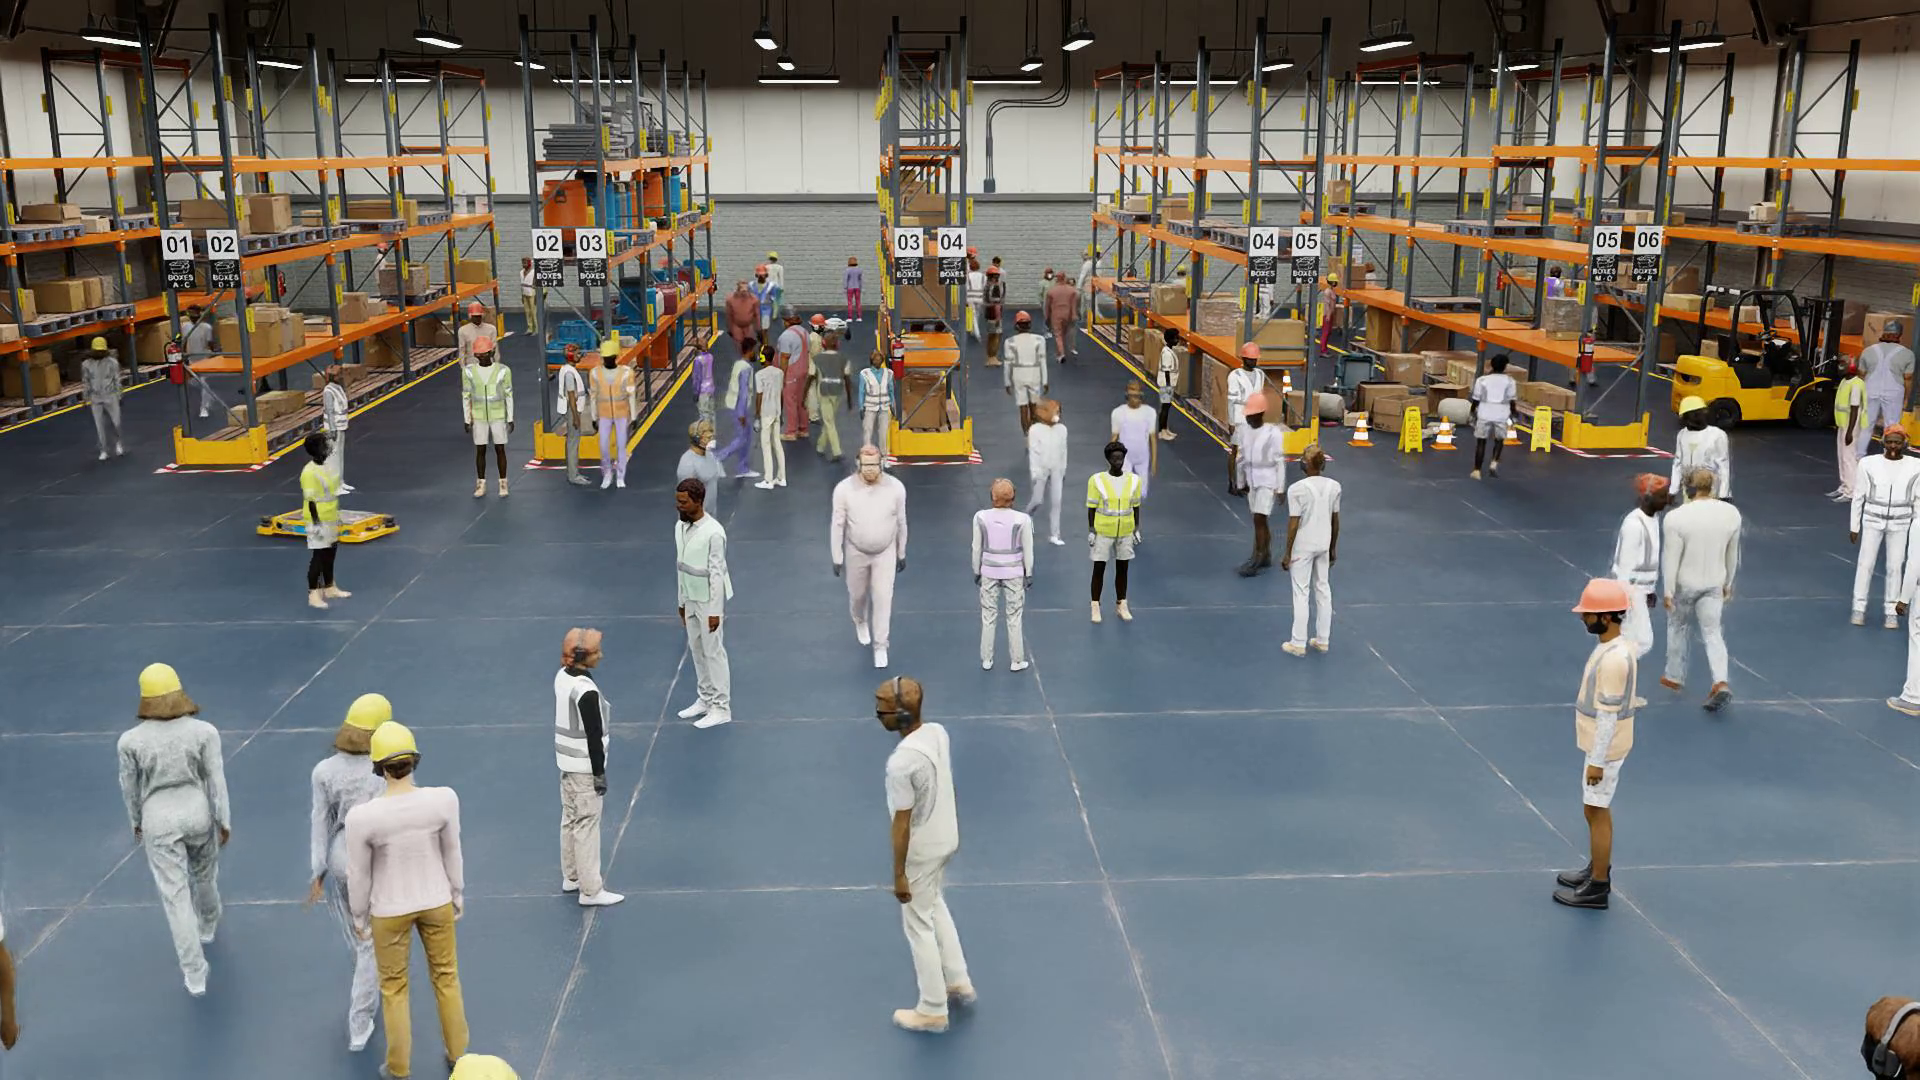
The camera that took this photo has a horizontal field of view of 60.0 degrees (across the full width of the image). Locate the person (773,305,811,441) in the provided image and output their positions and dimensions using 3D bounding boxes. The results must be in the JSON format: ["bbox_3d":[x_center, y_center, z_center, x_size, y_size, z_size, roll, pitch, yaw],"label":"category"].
[{"bbox_3d":[-2.544,-2.524,24.961,0.535,2.000,0.684,6,14,22],"label":"person"}]

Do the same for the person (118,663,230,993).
[{"bbox_3d":[-4.136,1.468,8.788,0.491,1.691,0.892,-8,15,-29],"label":"person"}]

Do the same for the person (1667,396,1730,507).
[{"bbox_3d":[7.484,-0.509,16.799,0.371,1.874,0.681,-6,15,-25],"label":"person"}]

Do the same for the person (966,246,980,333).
[{"bbox_3d":[0.253,-5.957,39.507,0.382,2.040,0.608,8,16,32],"label":"person"}]

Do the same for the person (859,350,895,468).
[{"bbox_3d":[-1.132,-1.775,22.652,0.523,1.636,0.310,-5,14,-22],"label":"person"}]

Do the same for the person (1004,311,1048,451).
[{"bbox_3d":[0.941,-2.328,24.221,0.633,1.994,0.957,-1,13,-5],"label":"person"}]

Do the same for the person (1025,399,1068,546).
[{"bbox_3d":[0.944,-0.778,18.468,0.502,1.609,0.660,-5,14,-22],"label":"person"}]

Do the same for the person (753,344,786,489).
[{"bbox_3d":[-2.458,-1.587,21.392,0.328,1.862,0.501,9,16,33],"label":"person"}]

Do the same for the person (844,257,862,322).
[{"bbox_3d":[-2.696,-6.307,41.875,0.503,1.629,0.280,-8,15,-29],"label":"person"}]

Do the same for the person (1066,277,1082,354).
[{"bbox_3d":[2.335,-4.747,35.234,0.514,1.640,0.315,-4,14,-15],"label":"person"}]

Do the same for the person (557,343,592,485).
[{"bbox_3d":[-5.042,-1.640,21.633,0.390,1.846,0.564,-4,14,-17],"label":"person"}]

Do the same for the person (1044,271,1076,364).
[{"bbox_3d":[2.051,-4.545,33.920,0.649,1.872,0.940,-4,14,-16],"label":"person"}]

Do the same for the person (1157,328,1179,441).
[{"bbox_3d":[3.116,-2.333,24.913,0.323,1.686,0.538,2,14,10],"label":"person"}]

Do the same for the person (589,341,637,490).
[{"bbox_3d":[-4.434,-1.591,21.290,0.613,1.910,0.548,-1,13,-5],"label":"person"}]

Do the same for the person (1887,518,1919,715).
[{"bbox_3d":[7.508,0.426,12.800,0.581,1.883,0.349,-1,13,-6],"label":"person"}]

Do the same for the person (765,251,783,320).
[{"bbox_3d":[-4.753,-6.446,42.224,0.527,1.742,0.779,1,13,6],"label":"person"}]

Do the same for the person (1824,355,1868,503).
[{"bbox_3d":[10.978,-1.375,20.556,0.407,1.832,0.578,3,14,14],"label":"person"}]

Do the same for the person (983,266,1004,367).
[{"bbox_3d":[0.672,-4.465,33.285,0.412,1.993,0.696,-6,14,-23],"label":"person"}]

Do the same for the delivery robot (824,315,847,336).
[{"bbox_3d":[-2.863,-4.903,38.021,0.477,0.478,0.707,-8,15,-30],"label":"delivery robot"}]

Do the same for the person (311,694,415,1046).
[{"bbox_3d":[-2.924,1.579,8.307,0.500,1.690,0.881,0,13,0],"label":"person"}]

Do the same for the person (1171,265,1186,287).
[{"bbox_3d":[5.023,-5.347,37.622,0.537,1.720,0.922,-1,13,-5],"label":"person"}]

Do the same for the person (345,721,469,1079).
[{"bbox_3d":[-2.559,1.690,7.716,0.523,1.761,0.327,-8,15,-29],"label":"person"}]

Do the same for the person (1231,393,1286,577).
[{"bbox_3d":[3.009,-0.563,17.017,0.772,1.895,0.580,-9,16,-35],"label":"person"}]

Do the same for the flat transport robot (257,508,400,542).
[{"bbox_3d":[-7.155,-0.182,18.827,1.431,0.197,0.652,5,14,18],"label":"flat transport robot"}]

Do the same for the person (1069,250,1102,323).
[{"bbox_3d":[3.141,-6.247,41.177,0.999,1.839,0.622,5,14,22],"label":"person"}]

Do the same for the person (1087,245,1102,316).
[{"bbox_3d":[3.395,-6.453,41.844,0.369,1.928,0.586,-7,15,-28],"label":"person"}]

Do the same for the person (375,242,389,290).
[{"bbox_3d":[-14.574,-6.530,42.059,0.399,1.990,0.618,-5,14,-22],"label":"person"}]

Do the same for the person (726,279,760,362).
[{"bbox_3d":[-4.171,-4.103,32.020,0.652,1.879,0.536,-3,14,-13],"label":"person"}]

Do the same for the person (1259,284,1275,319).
[{"bbox_3d":[7.063,-5.585,38.280,0.359,1.880,0.575,-3,14,-13],"label":"person"}]

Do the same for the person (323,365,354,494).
[{"bbox_3d":[-7.899,-1.405,21.079,0.314,1.640,0.516,-1,13,-6],"label":"person"}]

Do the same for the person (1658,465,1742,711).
[{"bbox_3d":[5.794,0.371,13.002,0.643,1.908,0.929,0,13,-1],"label":"person"}]

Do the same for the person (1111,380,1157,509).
[{"bbox_3d":[1.935,-0.904,18.569,0.530,1.815,0.718,0,13,-1],"label":"person"}]

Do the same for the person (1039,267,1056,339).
[{"bbox_3d":[2.057,-5.452,38.276,0.503,1.645,0.344,-5,14,-21],"label":"person"}]

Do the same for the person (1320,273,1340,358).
[{"bbox_3d":[7.724,-4.685,34.724,0.335,1.757,0.519,6,15,25],"label":"person"}]

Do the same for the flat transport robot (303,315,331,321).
[{"bbox_3d":[-15.826,-5.367,40.798,0.652,0.197,1.431,-10,16,-35],"label":"flat transport robot"}]
